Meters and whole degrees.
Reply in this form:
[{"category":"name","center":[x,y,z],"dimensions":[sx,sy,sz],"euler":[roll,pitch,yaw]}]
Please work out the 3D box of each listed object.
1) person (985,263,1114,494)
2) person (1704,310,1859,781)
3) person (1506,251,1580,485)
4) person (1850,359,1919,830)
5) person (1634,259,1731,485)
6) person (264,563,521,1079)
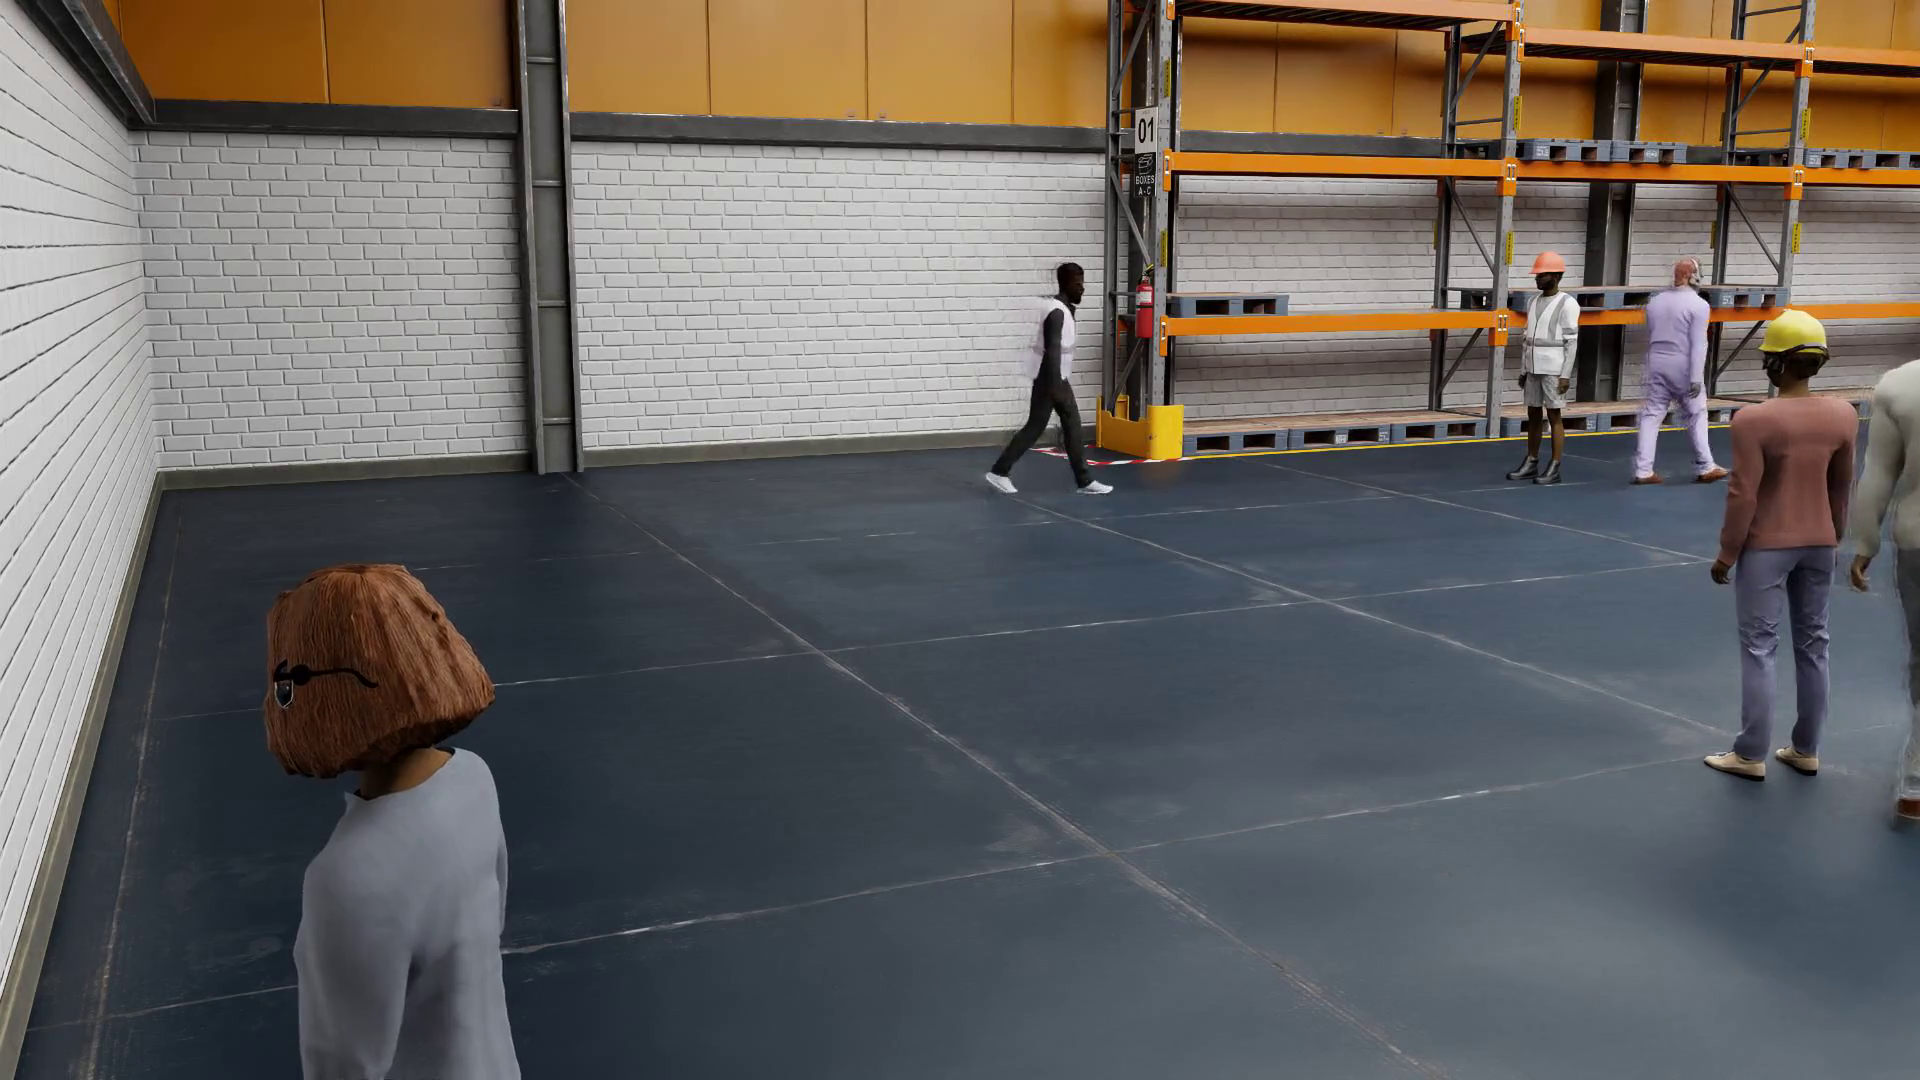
[{"category":"person","center":[0.703,-1.282,13.324],"dimensions":[0.997,1.867,0.646],"euler":[2,10,13]},{"category":"person","center":[3.086,0.029,6.262],"dimensions":[0.522,1.769,0.317],"euler":[-2,10,-12]},{"category":"person","center":[4.894,-1.433,13.928],"dimensions":[0.370,1.939,0.543],"euler":[-5,11,-24]},{"category":"person","center":[3.598,0.028,5.907],"dimensions":[1.005,1.887,0.660],"euler":[-9,14,-42]},{"category":"person","center":[6.055,-1.393,13.881],"dimensions":[0.935,1.864,0.670],"euler":[-5,11,-24]},{"category":"person","center":[-0.705,0.834,2.170],"dimensions":[0.272,1.627,0.495],"euler":[0,10,0]}]
